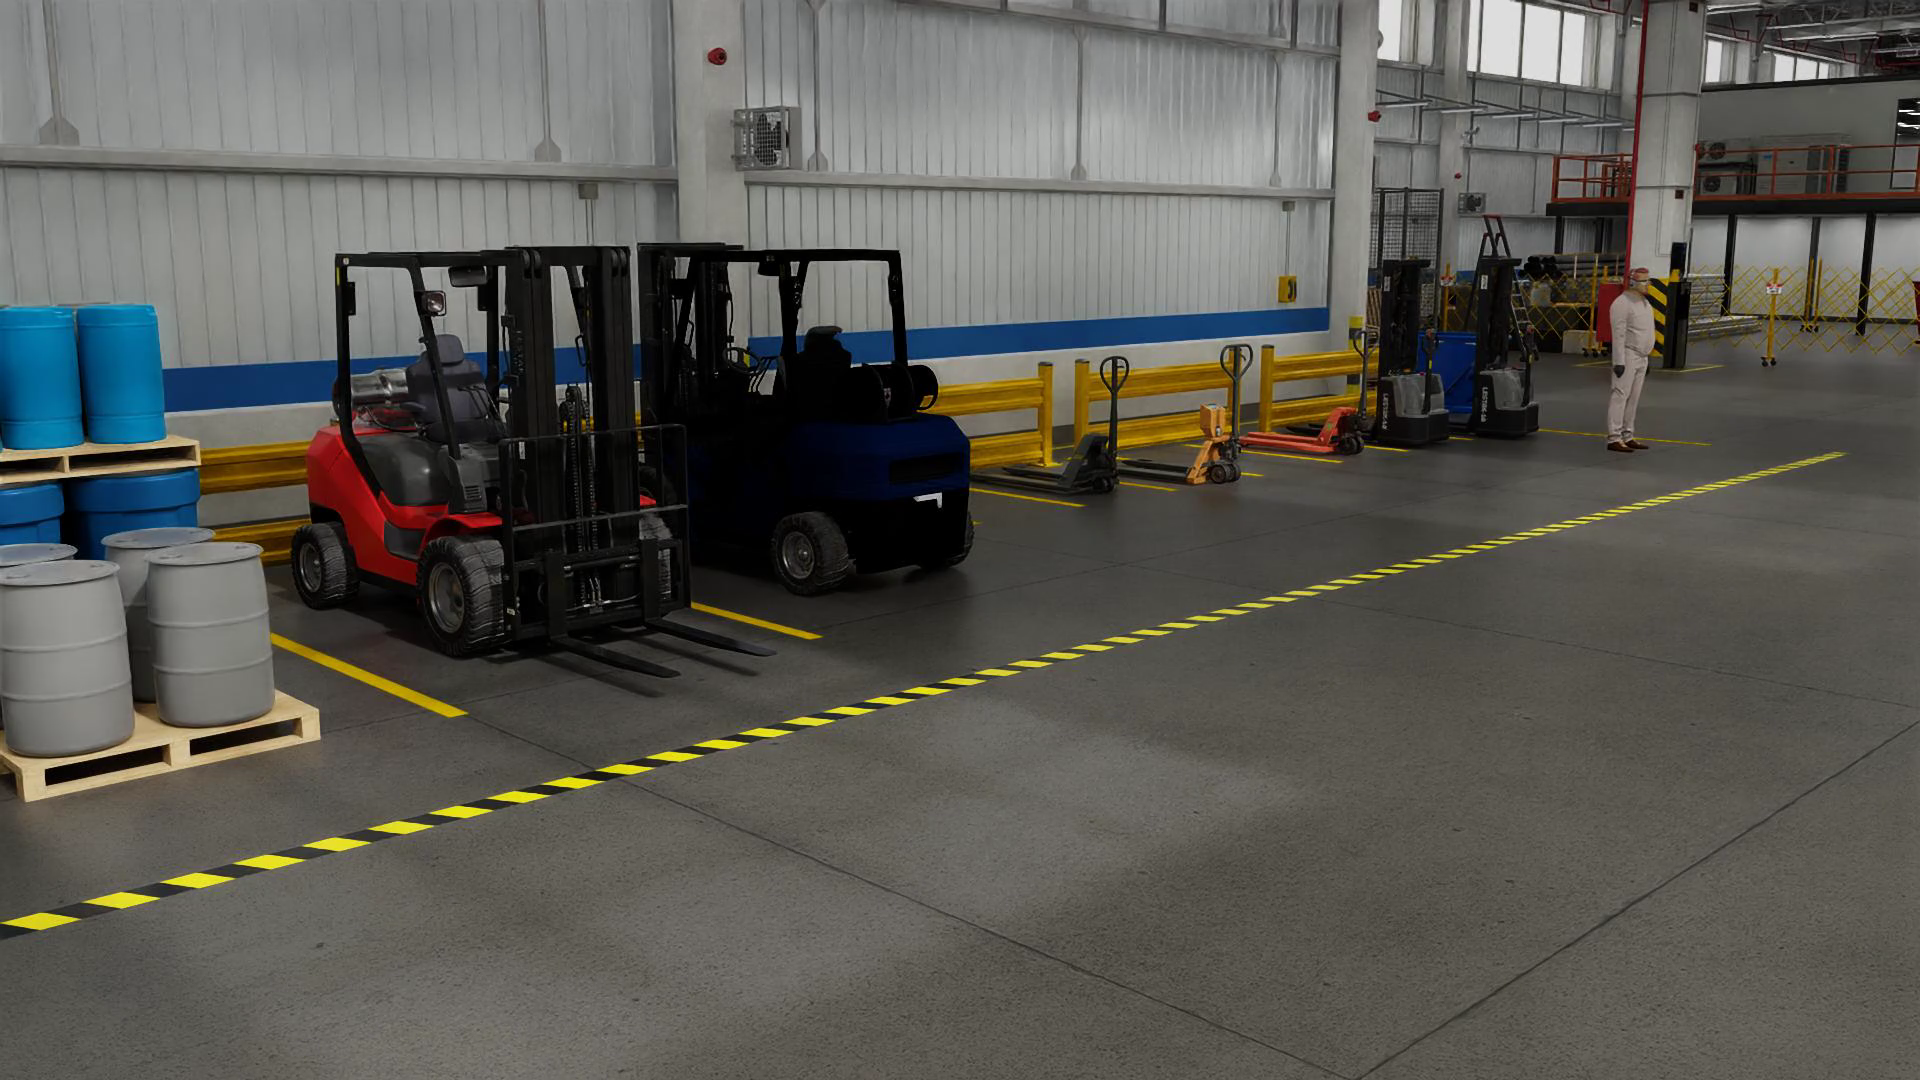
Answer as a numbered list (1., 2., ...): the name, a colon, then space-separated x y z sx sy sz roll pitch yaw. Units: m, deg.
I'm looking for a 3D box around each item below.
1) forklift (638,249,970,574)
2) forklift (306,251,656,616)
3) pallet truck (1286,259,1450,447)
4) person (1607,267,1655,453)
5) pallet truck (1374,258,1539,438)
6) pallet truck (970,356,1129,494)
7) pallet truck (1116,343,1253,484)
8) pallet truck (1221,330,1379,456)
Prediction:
1. forklift: -1.173 -0.958 11.239 2.680 1.987 1.157 10 14 43
2. forklift: -2.833 -0.669 9.694 1.157 1.987 2.680 -10 14 -44
3. pallet truck: 4.493 -2.078 18.196 0.823 1.965 1.885 -9 14 -40
4. person: 7.009 -1.874 17.330 0.643 1.909 0.410 -10 14 -42
5. pallet truck: 5.704 -2.208 18.901 1.885 1.965 0.823 10 14 43
6. pallet truck: 0.784 -1.085 14.876 0.680 1.201 1.601 -10 14 -44
7. pallet truck: 1.962 -1.215 15.415 1.522 1.261 0.704 10 14 43
8. pallet truck: 3.563 -1.581 17.381 0.653 1.274 1.630 -10 14 -44
